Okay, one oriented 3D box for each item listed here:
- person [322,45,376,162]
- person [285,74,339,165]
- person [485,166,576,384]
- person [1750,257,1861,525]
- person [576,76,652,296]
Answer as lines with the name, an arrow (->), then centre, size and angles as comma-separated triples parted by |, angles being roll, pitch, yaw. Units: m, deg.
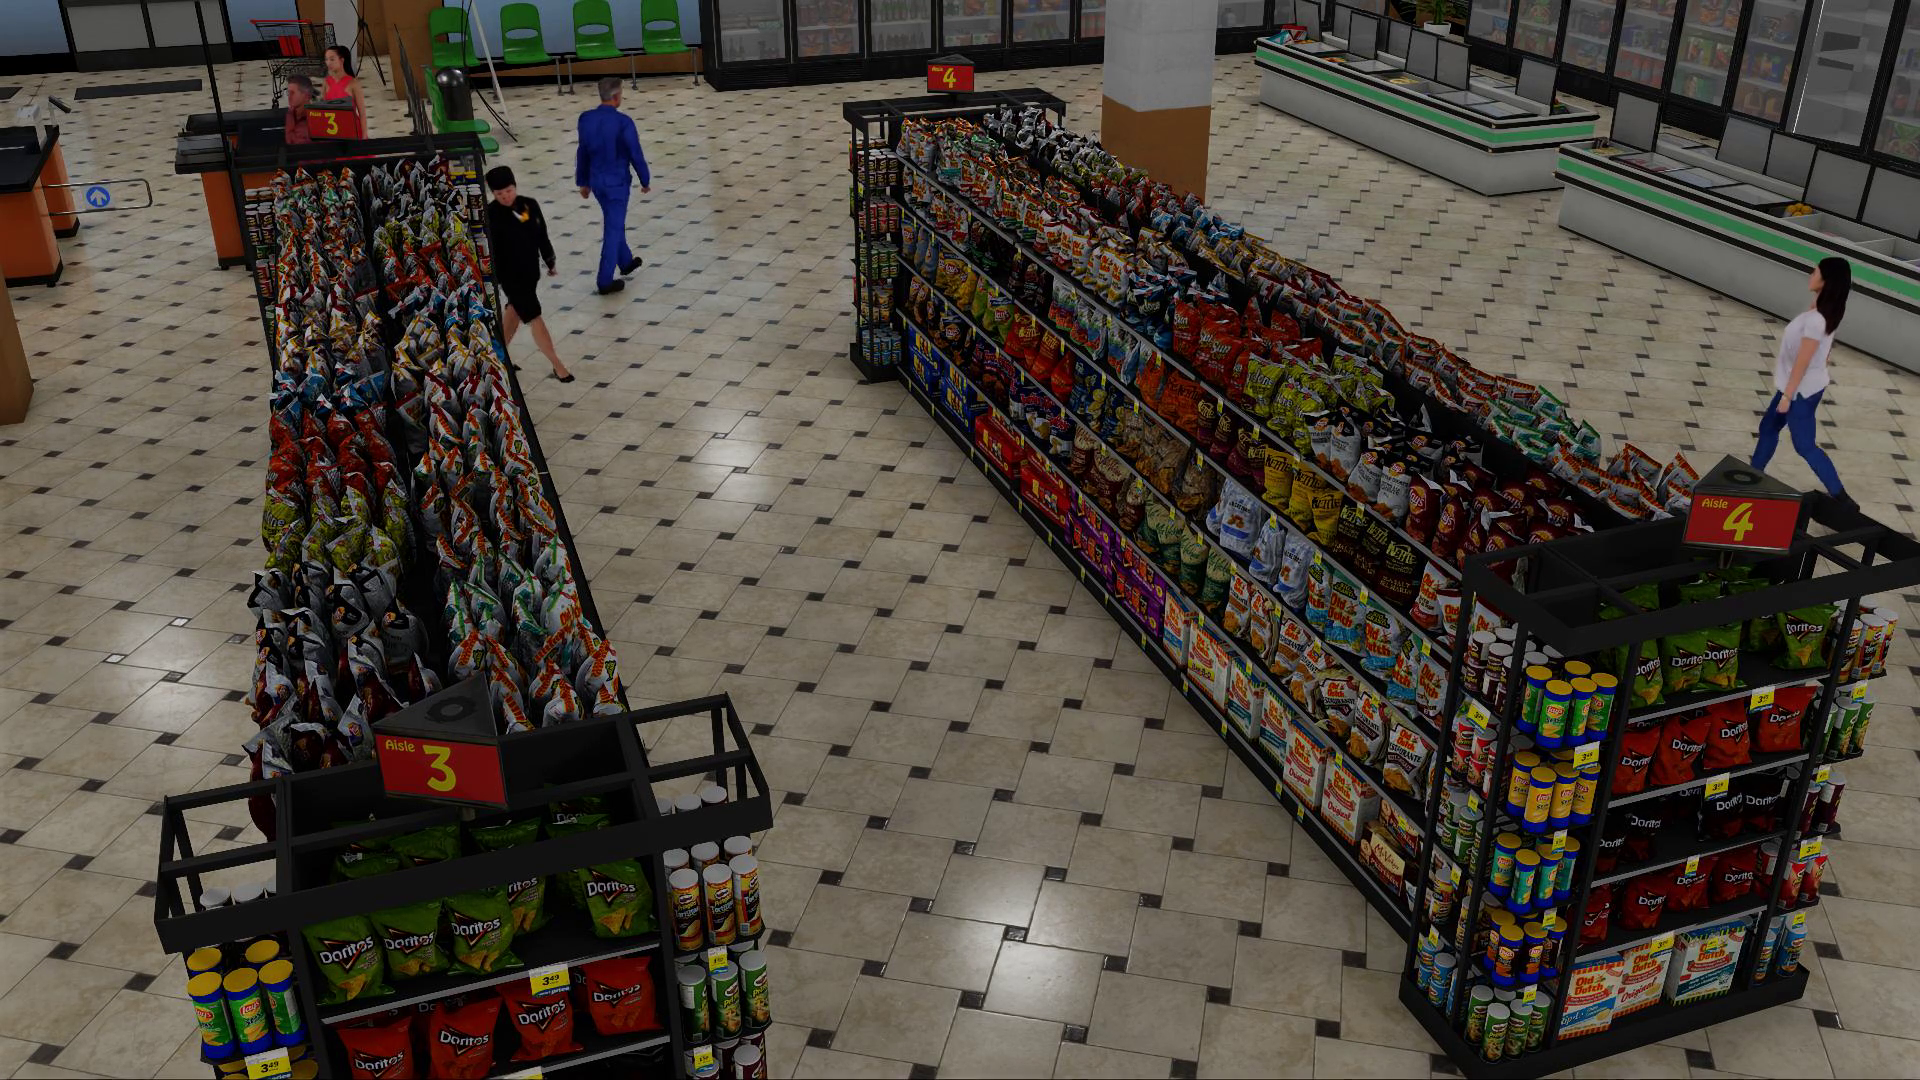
person -> -5.869, -3.870, 15.976 | 0.715, 1.727, 0.738 | 5, 27, 11
person -> -5.507, -3.111, 14.379 | 1.023, 1.817, 1.030 | 19, 33, 33
person -> -3.314, -1.943, 12.302 | 1.194, 1.611, 1.095 | 15, 30, 26
person -> 5.214, -0.859, 10.122 | 1.184, 1.650, 0.990 | 19, 33, 33
person -> -3.029, -2.980, 14.142 | 1.081, 1.797, 1.111 | 14, 30, 25
